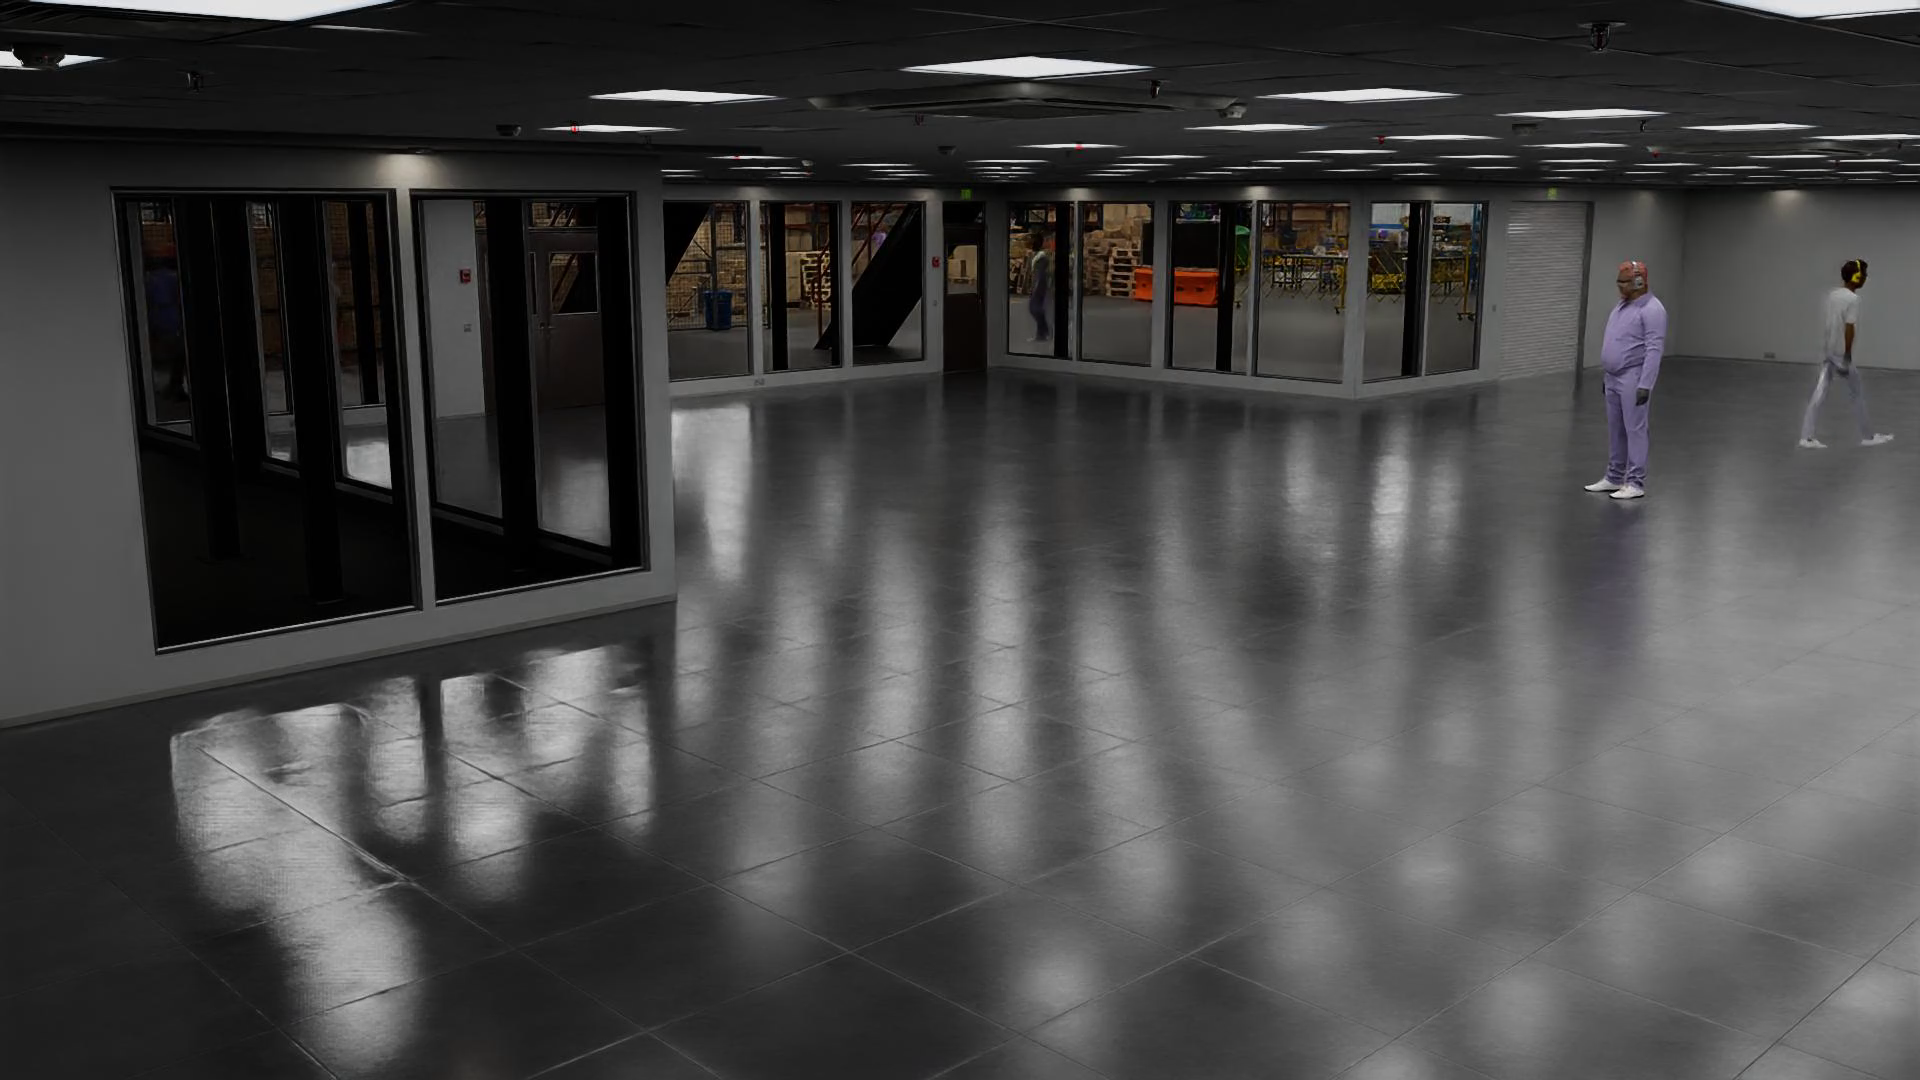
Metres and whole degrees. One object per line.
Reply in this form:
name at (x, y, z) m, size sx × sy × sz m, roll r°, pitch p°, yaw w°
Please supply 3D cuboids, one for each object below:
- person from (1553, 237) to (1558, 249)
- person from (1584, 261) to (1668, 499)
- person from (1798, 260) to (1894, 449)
person at (22.068, -10.928, 61.795) m, size 0.663 × 1.880 × 0.676 m, roll -4°, pitch 12°, yaw -21°
person at (5.378, -1.287, 13.428) m, size 0.407 × 1.902 × 0.639 m, roll -2°, pitch 11°, yaw -8°
person at (8.601, -1.782, 16.090) m, size 0.936 × 1.826 × 0.545 m, roll -1°, pitch 11°, yaw -7°
